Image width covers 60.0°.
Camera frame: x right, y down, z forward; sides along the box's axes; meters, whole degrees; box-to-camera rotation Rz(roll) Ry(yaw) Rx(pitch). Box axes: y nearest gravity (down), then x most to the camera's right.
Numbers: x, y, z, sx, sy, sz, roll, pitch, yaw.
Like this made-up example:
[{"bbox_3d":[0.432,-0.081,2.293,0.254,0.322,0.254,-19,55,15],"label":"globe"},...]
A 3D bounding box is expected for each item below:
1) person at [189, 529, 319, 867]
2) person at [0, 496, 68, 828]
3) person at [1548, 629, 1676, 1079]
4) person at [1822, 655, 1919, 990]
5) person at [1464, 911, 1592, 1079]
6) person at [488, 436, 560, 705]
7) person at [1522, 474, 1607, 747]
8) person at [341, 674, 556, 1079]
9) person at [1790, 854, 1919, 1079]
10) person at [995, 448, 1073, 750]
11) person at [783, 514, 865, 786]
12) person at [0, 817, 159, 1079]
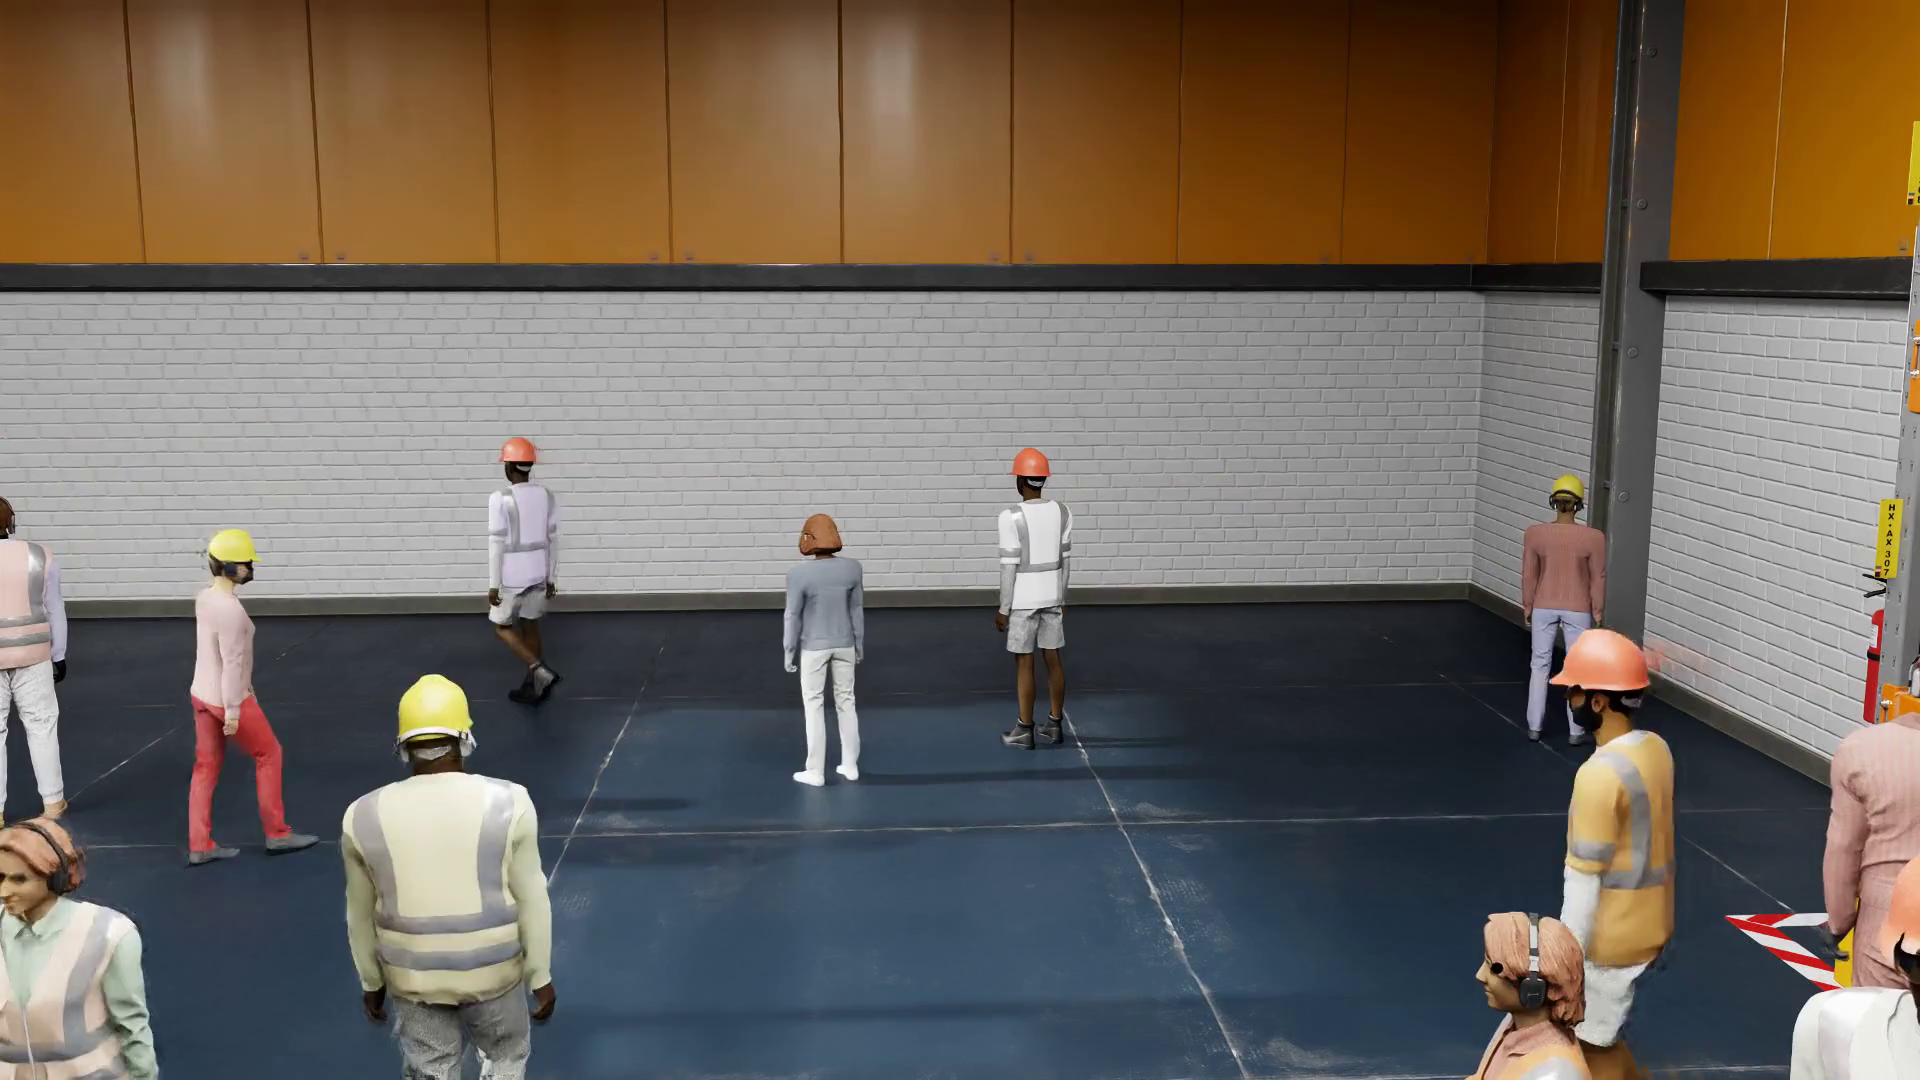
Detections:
[{"bbox_3d":[-3.711,0.804,8.637,0.525,1.736,0.741,9,12,43],"label":"person"},{"bbox_3d":[-5.261,0.665,9.168,0.623,1.844,0.429,-6,11,-33],"label":"person"},{"bbox_3d":[2.050,1.236,5.323,0.422,1.920,0.553,7,11,36],"label":"person"},{"bbox_3d":[3.122,1.241,5.339,0.636,1.911,0.404,6,11,32],"label":"person"},{"bbox_3d":[1.275,1.628,3.751,0.311,1.638,0.522,2,9,11],"label":"person"},{"bbox_3d":[-3.010,0.241,11.582,0.551,1.917,0.558,7,11,36],"label":"person"},{"bbox_3d":[3.891,0.454,10.739,0.523,1.765,0.316,5,10,30],"label":"person"},{"bbox_3d":[-1.568,1.316,5.144,0.622,1.817,0.425,-1,9,-7],"label":"person"},{"bbox_3d":[1.794,1.533,3.089,0.396,2.038,0.615,-8,12,-42],"label":"person"},{"bbox_3d":[0.458,0.376,10.672,0.544,1.939,0.372,-6,11,-31],"label":"person"},{"bbox_3d":[-0.807,0.654,9.921,0.508,1.627,0.286,-5,10,-27],"label":"person"},{"bbox_3d":[-2.438,1.505,4.583,0.527,1.616,0.647,0,9,1],"label":"person"}]
